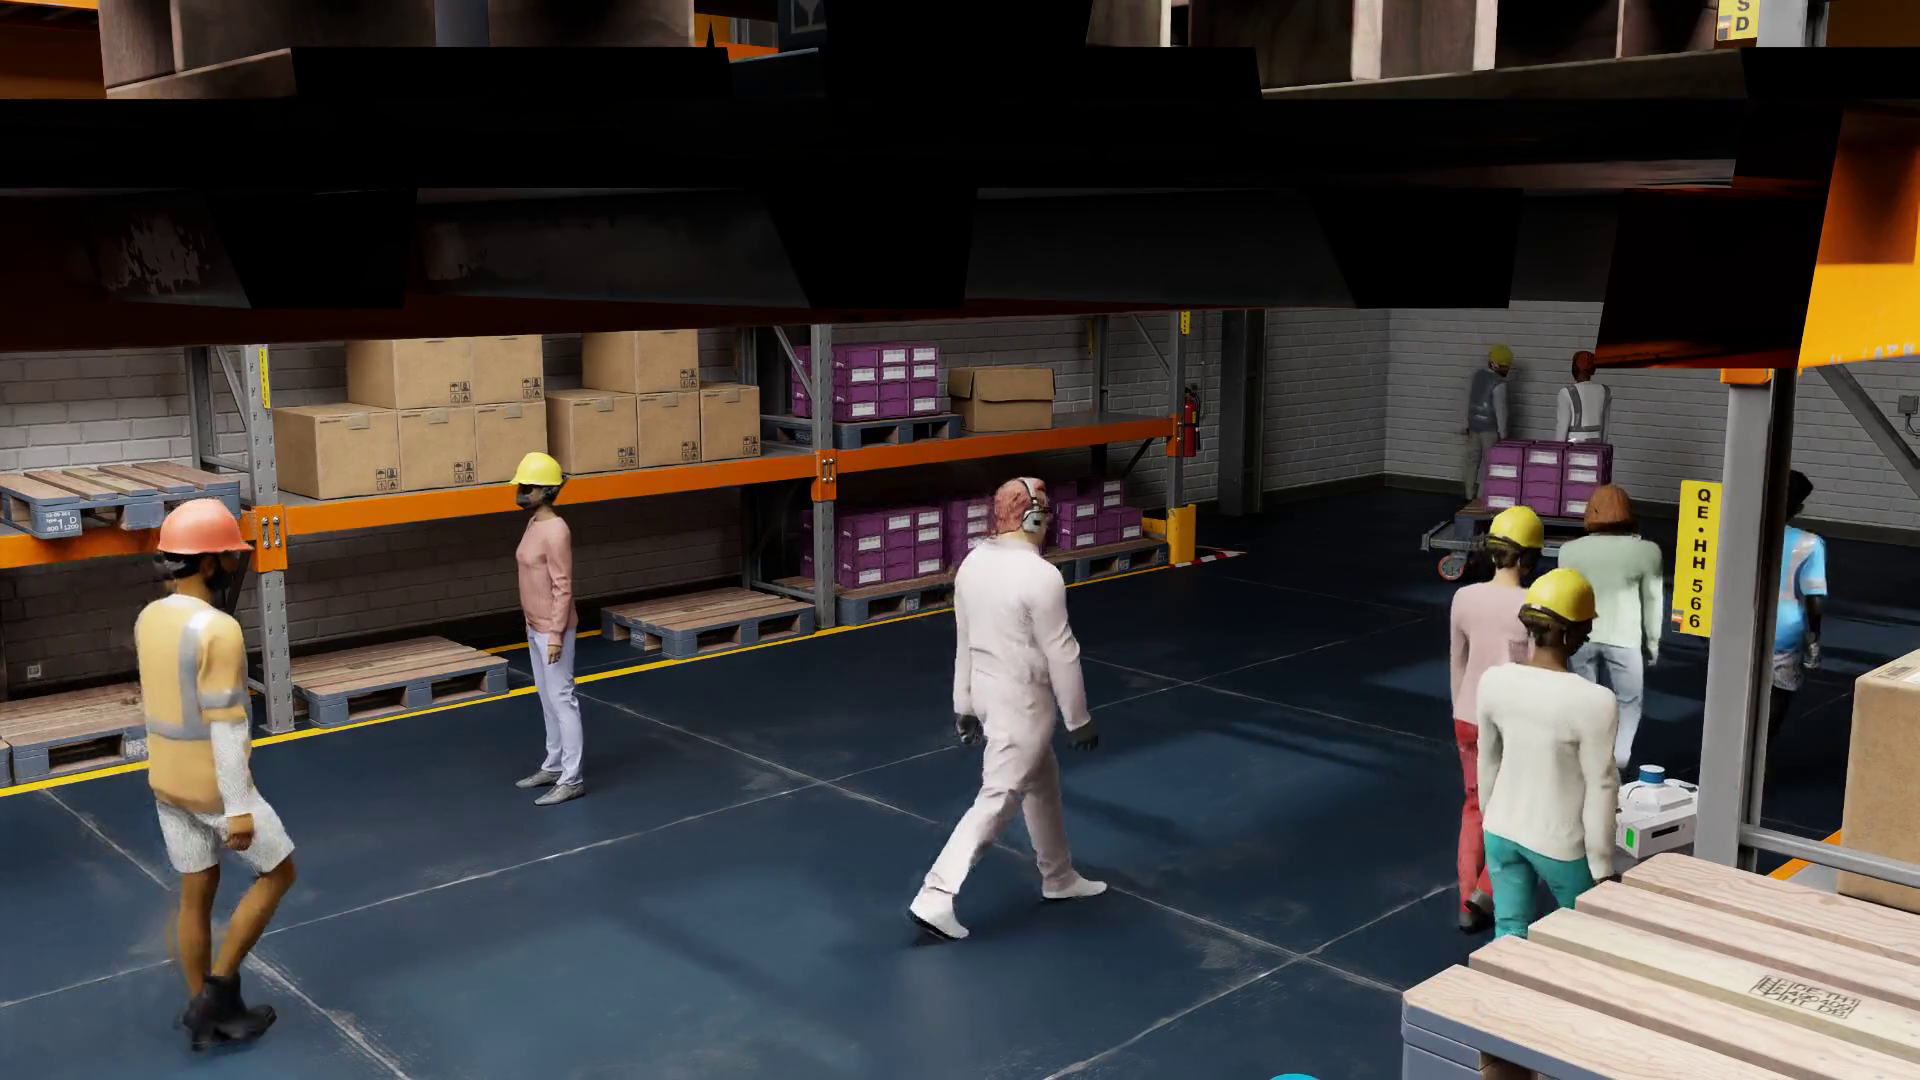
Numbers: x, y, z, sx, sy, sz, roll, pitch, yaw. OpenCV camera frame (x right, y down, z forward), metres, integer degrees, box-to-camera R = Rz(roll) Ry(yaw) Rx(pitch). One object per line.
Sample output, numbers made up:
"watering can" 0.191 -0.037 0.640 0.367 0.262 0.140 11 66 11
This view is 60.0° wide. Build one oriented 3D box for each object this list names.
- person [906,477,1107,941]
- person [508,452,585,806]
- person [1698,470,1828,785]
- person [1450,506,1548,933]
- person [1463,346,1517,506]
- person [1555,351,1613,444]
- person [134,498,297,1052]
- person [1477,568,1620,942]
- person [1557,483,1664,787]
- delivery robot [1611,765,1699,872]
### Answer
"person" 0.193 0.672 6.763 0.991 1.866 0.631 -5 11 -25
"person" -2.089 0.446 8.357 0.356 1.768 0.533 -5 11 -29
"person" 4.059 0.468 8.442 0.643 1.663 0.586 8 13 41
"person" 2.176 0.734 6.651 0.370 1.749 0.540 -6 11 -31
"person" 5.685 -1.208 17.983 0.407 1.787 0.705 -2 10 -14
"person" 5.653 -0.783 15.190 0.576 1.882 0.355 -4 10 -21
"person" -2.552 0.815 5.708 0.573 1.922 0.407 7 12 34
"person" 1.891 0.957 5.353 0.364 1.752 0.553 -7 12 -34
"person" 3.172 0.535 8.229 0.510 1.615 0.554 6 11 30
"delivery robot" 2.952 1.209 7.133 0.707 0.478 0.477 -6 11 -32
